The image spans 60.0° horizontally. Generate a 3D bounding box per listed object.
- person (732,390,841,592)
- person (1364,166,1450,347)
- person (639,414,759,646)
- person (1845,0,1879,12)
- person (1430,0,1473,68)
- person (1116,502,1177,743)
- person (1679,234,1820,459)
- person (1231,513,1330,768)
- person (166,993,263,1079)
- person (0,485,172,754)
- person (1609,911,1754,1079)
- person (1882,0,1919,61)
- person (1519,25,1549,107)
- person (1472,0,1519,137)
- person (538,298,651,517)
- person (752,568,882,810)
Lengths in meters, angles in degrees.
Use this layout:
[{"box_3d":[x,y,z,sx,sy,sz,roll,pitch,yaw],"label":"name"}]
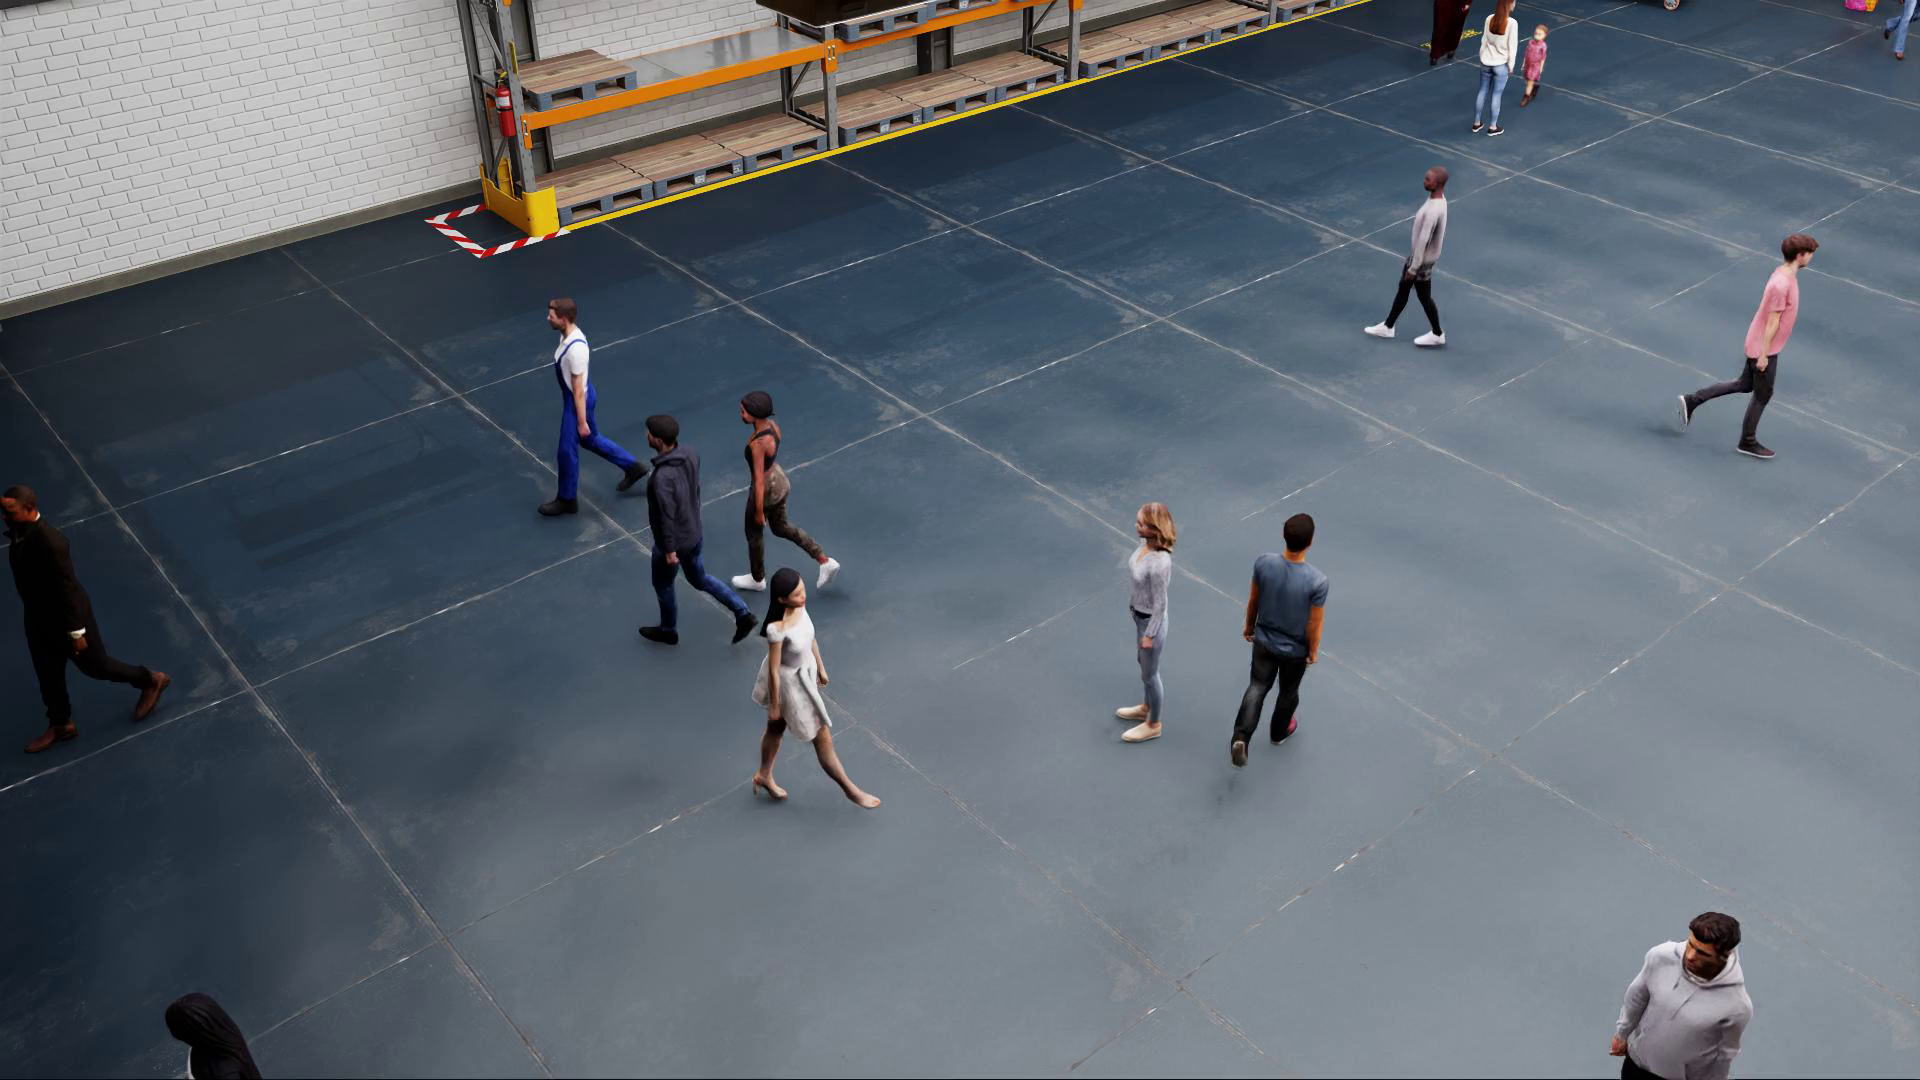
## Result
[{"box_3d":[-1.297,-0.314,12.013,1.087,1.676,1.084,5,34,7],"label":"person"},{"box_3d":[4.361,-2.579,15.356,1.032,1.746,1.037,8,35,12],"label":"person"},{"box_3d":[-1.843,-0.013,11.383,1.125,1.870,1.180,10,35,14],"label":"person"},{"box_3d":[13.610,-8.762,24.710,0.769,1.690,0.839,-2,34,-3],"label":"person"},{"box_3d":[6.688,-7.288,22.486,1.011,1.696,1.220,12,35,17],"label":"person"},{"box_3d":[1.214,0.520,10.650,0.683,1.795,0.657,-2,34,-3],"label":"person"},{"box_3d":[6.532,-1.614,13.731,0.981,1.938,1.107,15,36,21],"label":"person"},{"box_3d":[1.979,0.672,10.429,0.851,1.786,1.082,20,38,27],"label":"person"},{"box_3d":[-3.243,2.641,7.521,0.634,1.725,0.647,-19,38,-26],"label":"person"},{"box_3d":[-5.686,0.457,10.674,0.885,1.873,1.246,23,40,31],"label":"person"},{"box_3d":[3.364,2.382,7.746,1.092,1.907,0.690,-24,40,-31],"label":"person"},{"box_3d":[13.034,-7.531,22.777,0.947,1.778,0.939,-7,34,-10],"label":"person"},{"box_3d":[7.370,-6.102,21.319,0.672,1.013,0.439,-28,43,-35],"label":"person"},{"box_3d":[6.520,-5.792,20.237,0.551,1.694,0.617,-27,42,-34],"label":"person"},{"box_3d":[-2.899,-1.054,12.990,1.237,1.826,0.969,-8,34,-12],"label":"person"},{"box_3d":[-1.106,0.913,10.106,1.081,1.742,1.112,8,34,12],"label":"person"}]
